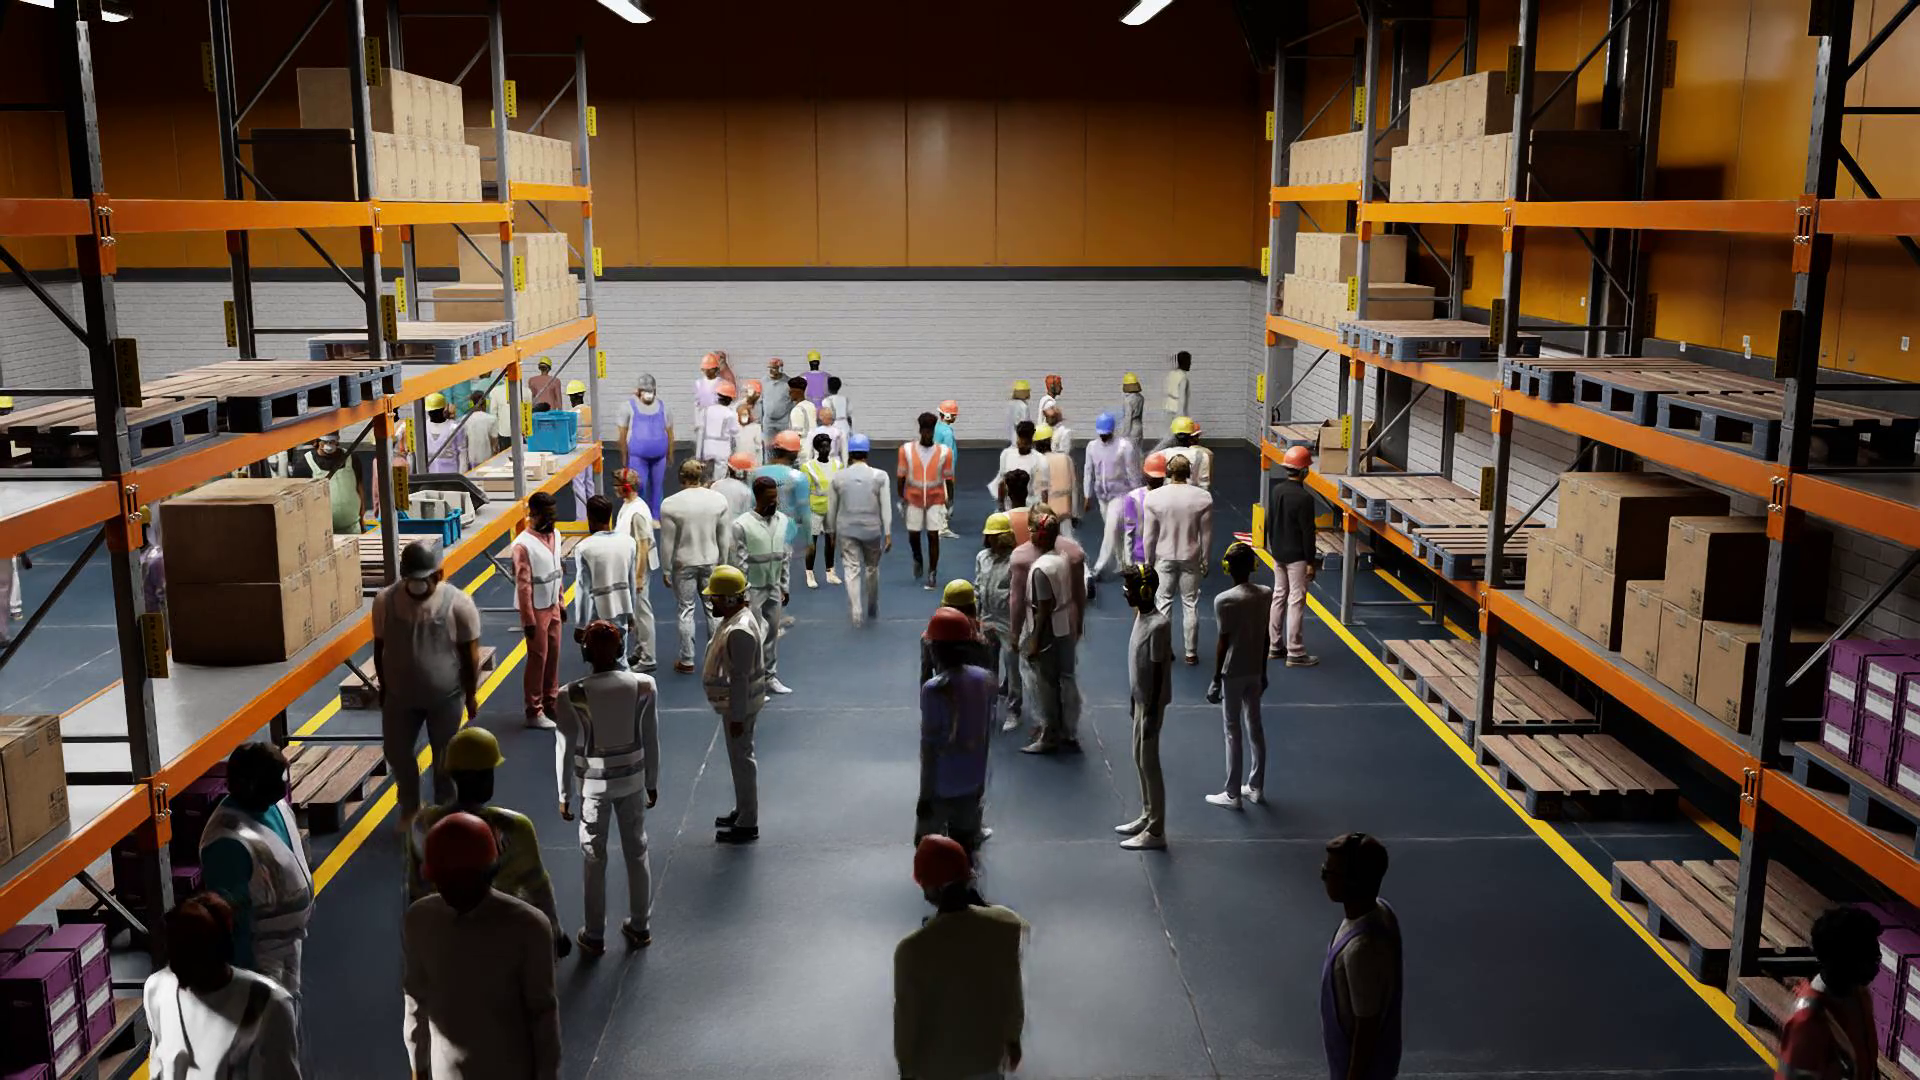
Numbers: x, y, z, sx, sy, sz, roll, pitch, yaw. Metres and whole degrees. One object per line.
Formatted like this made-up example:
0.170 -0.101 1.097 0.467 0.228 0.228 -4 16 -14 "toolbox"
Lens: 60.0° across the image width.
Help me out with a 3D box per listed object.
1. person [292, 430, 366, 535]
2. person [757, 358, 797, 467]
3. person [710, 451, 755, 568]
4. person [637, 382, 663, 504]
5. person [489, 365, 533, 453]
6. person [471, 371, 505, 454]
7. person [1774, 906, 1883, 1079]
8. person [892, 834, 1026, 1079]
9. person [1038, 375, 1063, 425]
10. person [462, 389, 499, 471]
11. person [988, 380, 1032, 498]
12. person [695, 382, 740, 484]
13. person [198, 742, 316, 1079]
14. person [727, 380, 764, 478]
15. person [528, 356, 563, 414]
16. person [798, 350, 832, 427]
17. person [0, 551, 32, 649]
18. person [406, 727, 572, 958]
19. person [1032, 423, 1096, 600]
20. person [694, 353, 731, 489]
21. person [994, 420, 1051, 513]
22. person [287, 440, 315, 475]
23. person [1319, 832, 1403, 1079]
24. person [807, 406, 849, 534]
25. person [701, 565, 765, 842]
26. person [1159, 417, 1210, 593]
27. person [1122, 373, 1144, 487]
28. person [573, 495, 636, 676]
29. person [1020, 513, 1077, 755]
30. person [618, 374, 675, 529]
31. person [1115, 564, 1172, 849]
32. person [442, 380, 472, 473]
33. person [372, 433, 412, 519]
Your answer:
-6.321 -0.229 16.780 0.684 2.000 0.538 -8 14 -35 "person"
-2.733 -1.774 24.875 0.643 1.905 0.399 2 11 10 "person"
-2.251 -0.039 16.651 0.638 1.719 0.381 8 14 34 "person"
-4.249 -1.283 22.564 0.506 1.842 0.344 1 11 7 "person"
-6.286 -1.518 23.362 0.608 1.995 0.377 -6 13 -26 "person"
-6.848 -1.653 24.195 0.371 1.934 0.627 7 13 31 "person"
3.108 2.109 5.954 0.376 1.689 0.556 10 15 41 "person"
0.017 1.988 6.459 0.579 1.728 0.566 -6 13 -26 "person"
1.218 -1.311 22.633 0.350 1.878 0.567 -1 11 -4 "person"
-6.051 -0.990 21.111 0.502 1.844 0.471 1 11 5 "person"
0.791 -1.411 23.521 0.729 1.716 0.494 -1 11 -7 "person"
-3.097 -1.099 21.538 0.565 1.875 1.010 5 13 25 "person"
-3.056 1.767 7.316 0.429 1.831 0.634 0 11 -3 "person"
-3.031 -1.392 23.496 0.764 1.729 0.710 9 15 39 "person"
-6.664 -2.077 26.774 0.534 1.757 0.337 -1 11 -5 "person"
-2.262 -1.999 25.966 0.589 1.919 0.395 -3 12 -12 "person"
-9.014 0.117 15.571 0.577 1.827 0.457 5 12 25 "person"
-2.089 1.740 7.333 0.607 1.874 1.012 3 12 17 "person"
1.050 -0.287 17.534 0.613 1.871 0.942 -7 13 -32 "person"
-3.604 -1.698 24.172 0.612 2.034 0.409 6 13 28 "person"
0.673 -0.333 17.575 0.681 1.929 0.599 8 14 37 "person"
-8.446 -0.989 21.475 0.320 1.691 0.534 7 13 31 "person"
1.477 1.975 6.222 0.325 1.843 0.517 4 12 19 "person"
-1.684 -0.878 21.118 0.539 1.647 0.376 0 11 -1 "person"
-1.481 1.058 10.888 0.404 1.824 0.586 -3 12 -14 "person"
2.330 -0.344 17.666 0.650 1.918 0.377 2 11 10 "person"
2.491 -1.558 24.211 0.311 1.736 0.483 7 13 32 "person"
-2.758 0.595 13.000 0.408 1.907 0.598 7 13 33 "person"
0.672 0.708 12.567 0.389 1.847 0.563 4 12 19 "person"
-3.974 -1.127 21.282 0.704 2.000 0.561 -5 12 -25 "person"
1.187 1.067 10.764 0.348 1.856 0.523 -1 11 -7 "person"
-7.693 -1.925 25.605 0.410 1.913 0.651 2 12 12 "person"
-6.173 -0.345 18.061 0.533 1.765 0.330 5 13 25 "person"
